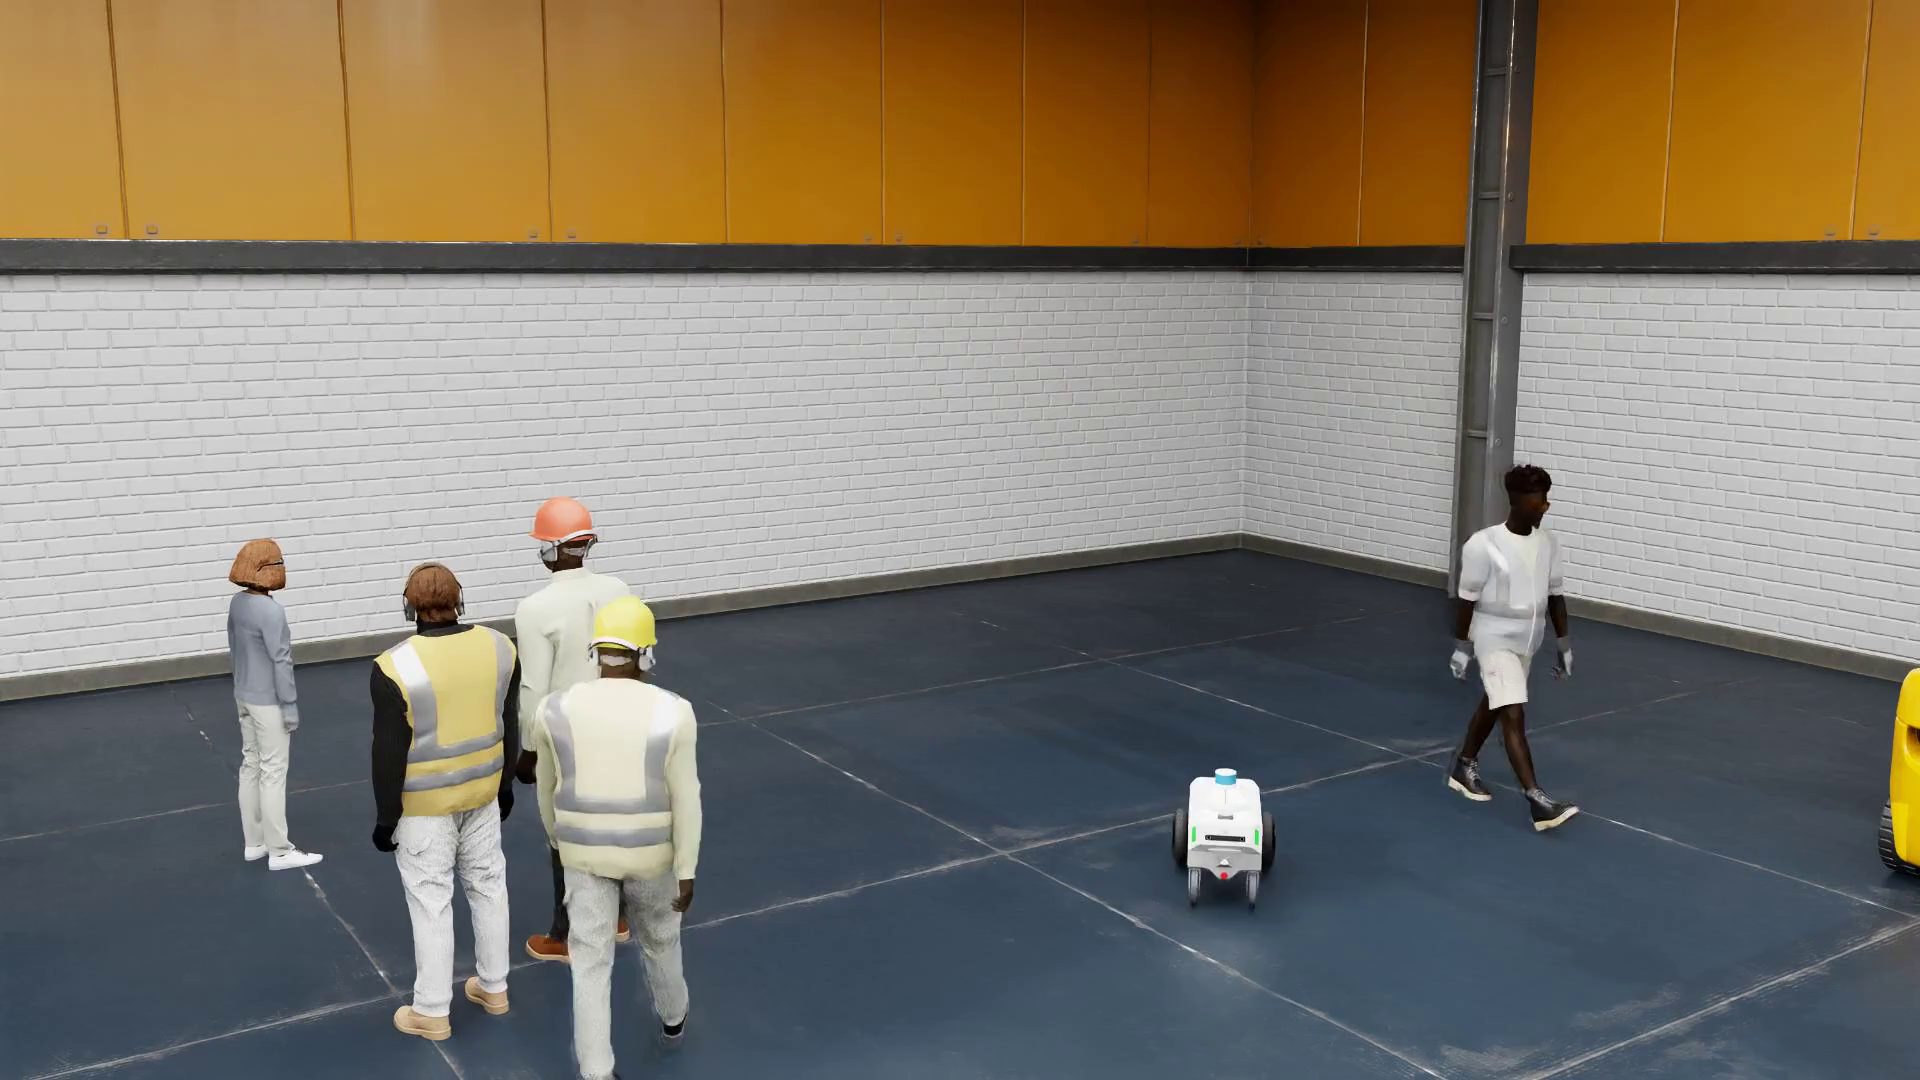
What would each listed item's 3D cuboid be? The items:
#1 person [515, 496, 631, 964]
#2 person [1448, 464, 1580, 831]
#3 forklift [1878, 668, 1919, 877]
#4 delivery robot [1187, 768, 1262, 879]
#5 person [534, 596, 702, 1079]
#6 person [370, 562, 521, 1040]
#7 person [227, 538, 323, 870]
[{"bbox_3d":[-1.647,0.804,7.100,0.375,1.995,0.609,6,11,32],"label":"person"},{"bbox_3d":[2.985,0.548,8.869,0.623,1.906,1.050,-4,10,-25],"label":"person"},{"bbox_3d":[5.511,0.571,7.906,2.313,2.155,1.214,-6,11,-33],"label":"forklift"},{"bbox_3d":[1.263,1.337,7.940,0.477,0.478,0.707,1,10,8],"label":"delivery robot"},{"bbox_3d":[-1.219,1.087,6.015,0.605,1.782,0.894,0,9,-2],"label":"person"},{"bbox_3d":[-1.992,0.994,6.426,0.429,1.840,0.633,8,12,38],"label":"person"},{"bbox_3d":[-3.414,0.802,8.198,0.500,1.634,0.286,9,13,43],"label":"person"}]
